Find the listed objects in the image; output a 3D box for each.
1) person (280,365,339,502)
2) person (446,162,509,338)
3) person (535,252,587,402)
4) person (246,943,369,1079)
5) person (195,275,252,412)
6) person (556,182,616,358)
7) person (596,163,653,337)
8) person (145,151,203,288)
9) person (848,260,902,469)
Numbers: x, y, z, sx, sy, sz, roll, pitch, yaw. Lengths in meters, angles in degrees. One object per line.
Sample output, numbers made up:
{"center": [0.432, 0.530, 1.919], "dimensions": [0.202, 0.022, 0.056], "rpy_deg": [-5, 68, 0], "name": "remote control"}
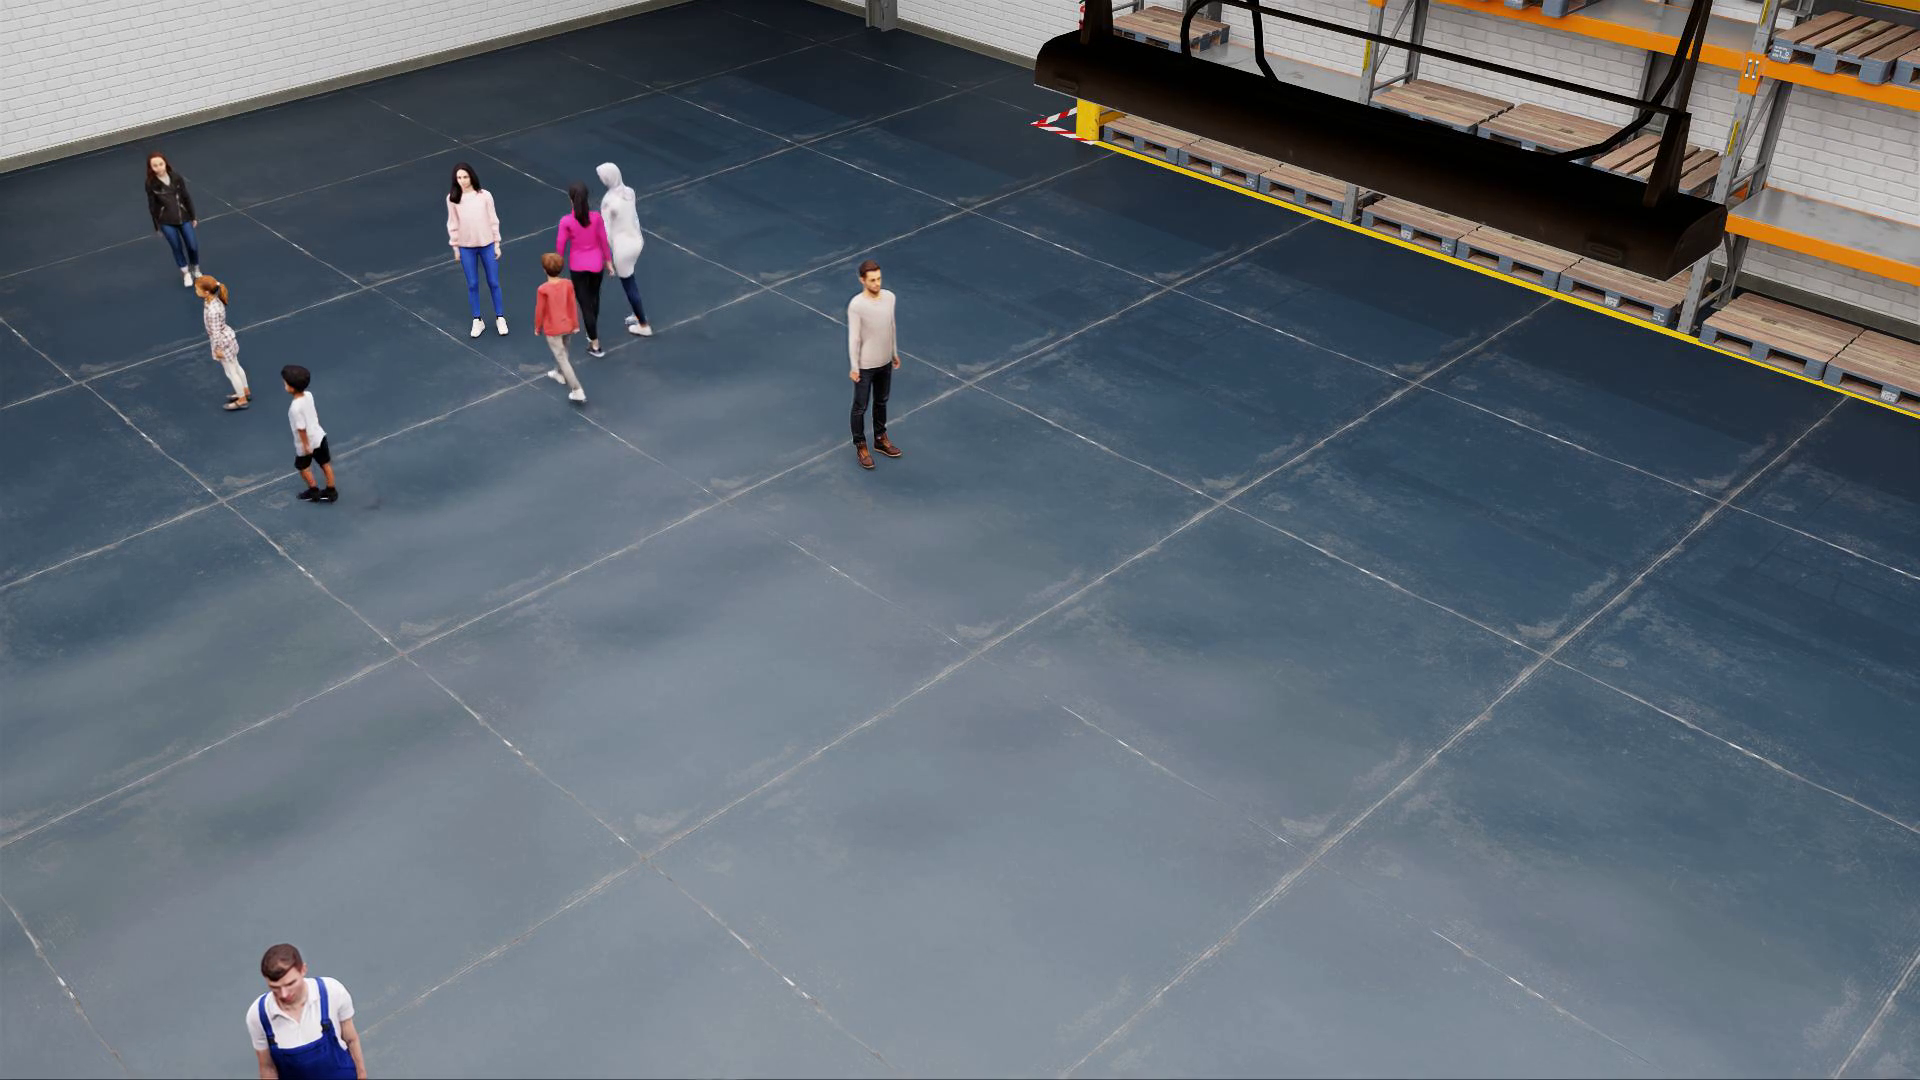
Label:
{"center": [-5.315, -0.863, 13.729], "dimensions": [0.676, 1.248, 0.616], "rpy_deg": [5, 34, 8], "name": "person"}
{"center": [-4.713, -2.848, 16.244], "dimensions": [0.731, 1.769, 0.744], "rpy_deg": [-6, 34, -8], "name": "person"}
{"center": [-3.633, -1.916, 15.189], "dimensions": [0.531, 1.386, 0.926], "rpy_deg": [-27, 42, -35], "name": "person"}
{"center": [-3.068, 2.597, 7.979], "dimensions": [0.699, 1.851, 0.685], "rpy_deg": [-14, 36, -20], "name": "person"}
{"center": [-6.674, -1.801, 15.084], "dimensions": [0.662, 1.310, 0.572], "rpy_deg": [-10, 35, -14], "name": "person"}
{"center": [-3.525, -2.558, 15.894], "dimensions": [0.844, 1.674, 0.931], "rpy_deg": [-19, 38, -26], "name": "person"}
{"center": [-3.188, -2.798, 16.183], "dimensions": [0.733, 1.755, 0.758], "rpy_deg": [17, 37, 24], "name": "person"}
{"center": [-8.166, -3.349, 17.268], "dimensions": [0.624, 1.470, 0.610], "rpy_deg": [-20, 38, -27], "name": "person"}
{"center": [-0.739, -1.526, 14.169], "dimensions": [0.673, 1.866, 0.564], "rpy_deg": [-25, 41, -33], "name": "person"}
